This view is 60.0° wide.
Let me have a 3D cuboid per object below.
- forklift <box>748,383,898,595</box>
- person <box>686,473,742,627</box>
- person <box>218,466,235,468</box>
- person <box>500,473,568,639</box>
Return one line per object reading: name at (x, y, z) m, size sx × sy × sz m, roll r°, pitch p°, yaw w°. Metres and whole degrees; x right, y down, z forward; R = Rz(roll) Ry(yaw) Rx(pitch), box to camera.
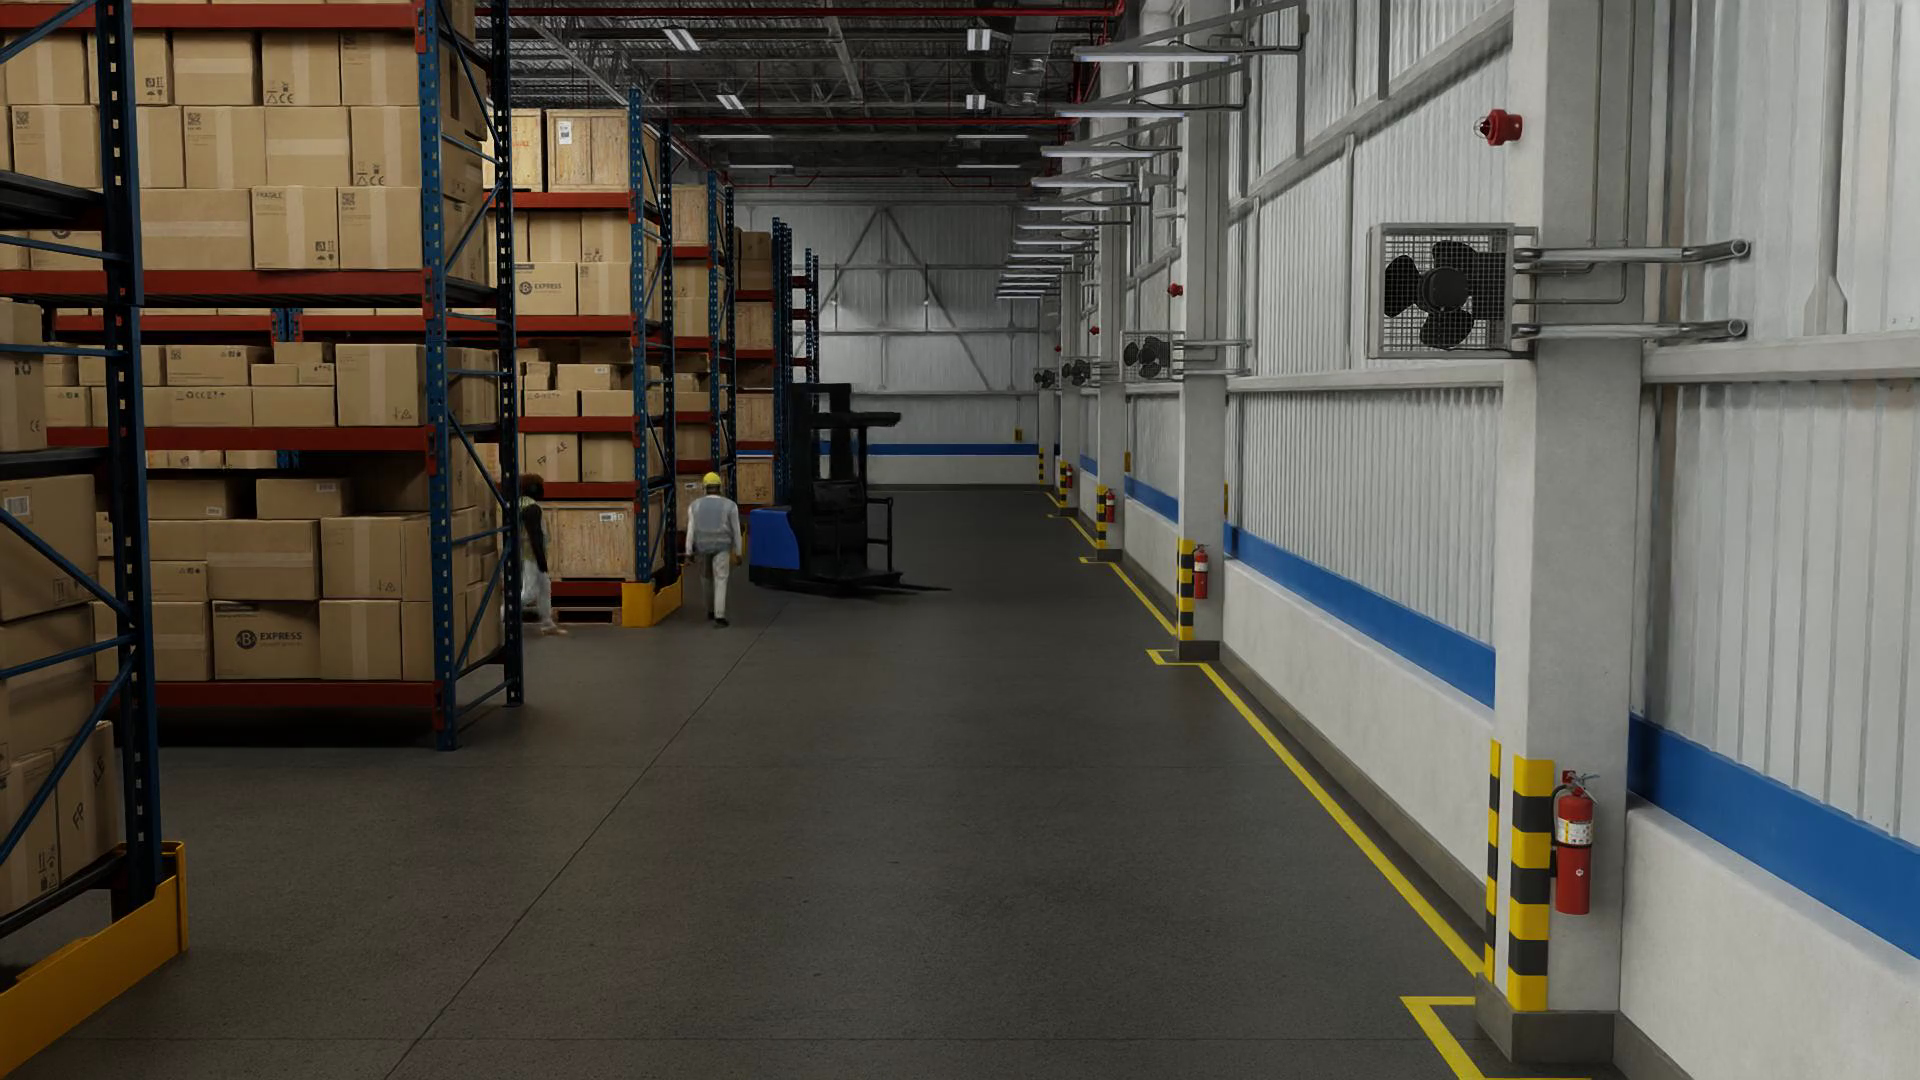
forklift at (-1.911, -0.744, 22.585) m, size 1.873 × 2.768 × 1.129 m, roll 4°, pitch 6°, yaw 41°
person at (-2.825, 0.110, 19.179) m, size 0.610 × 1.765 × 1.042 m, roll 0°, pitch 5°, yaw 3°
person at (-7.898, 0.139, 17.980) m, size 0.434 × 1.889 × 0.675 m, roll 0°, pitch 5°, yaw 0°
person at (-4.678, 0.182, 17.940) m, size 0.804 × 1.816 × 0.627 m, roll -2°, pitch 5°, yaw -20°
